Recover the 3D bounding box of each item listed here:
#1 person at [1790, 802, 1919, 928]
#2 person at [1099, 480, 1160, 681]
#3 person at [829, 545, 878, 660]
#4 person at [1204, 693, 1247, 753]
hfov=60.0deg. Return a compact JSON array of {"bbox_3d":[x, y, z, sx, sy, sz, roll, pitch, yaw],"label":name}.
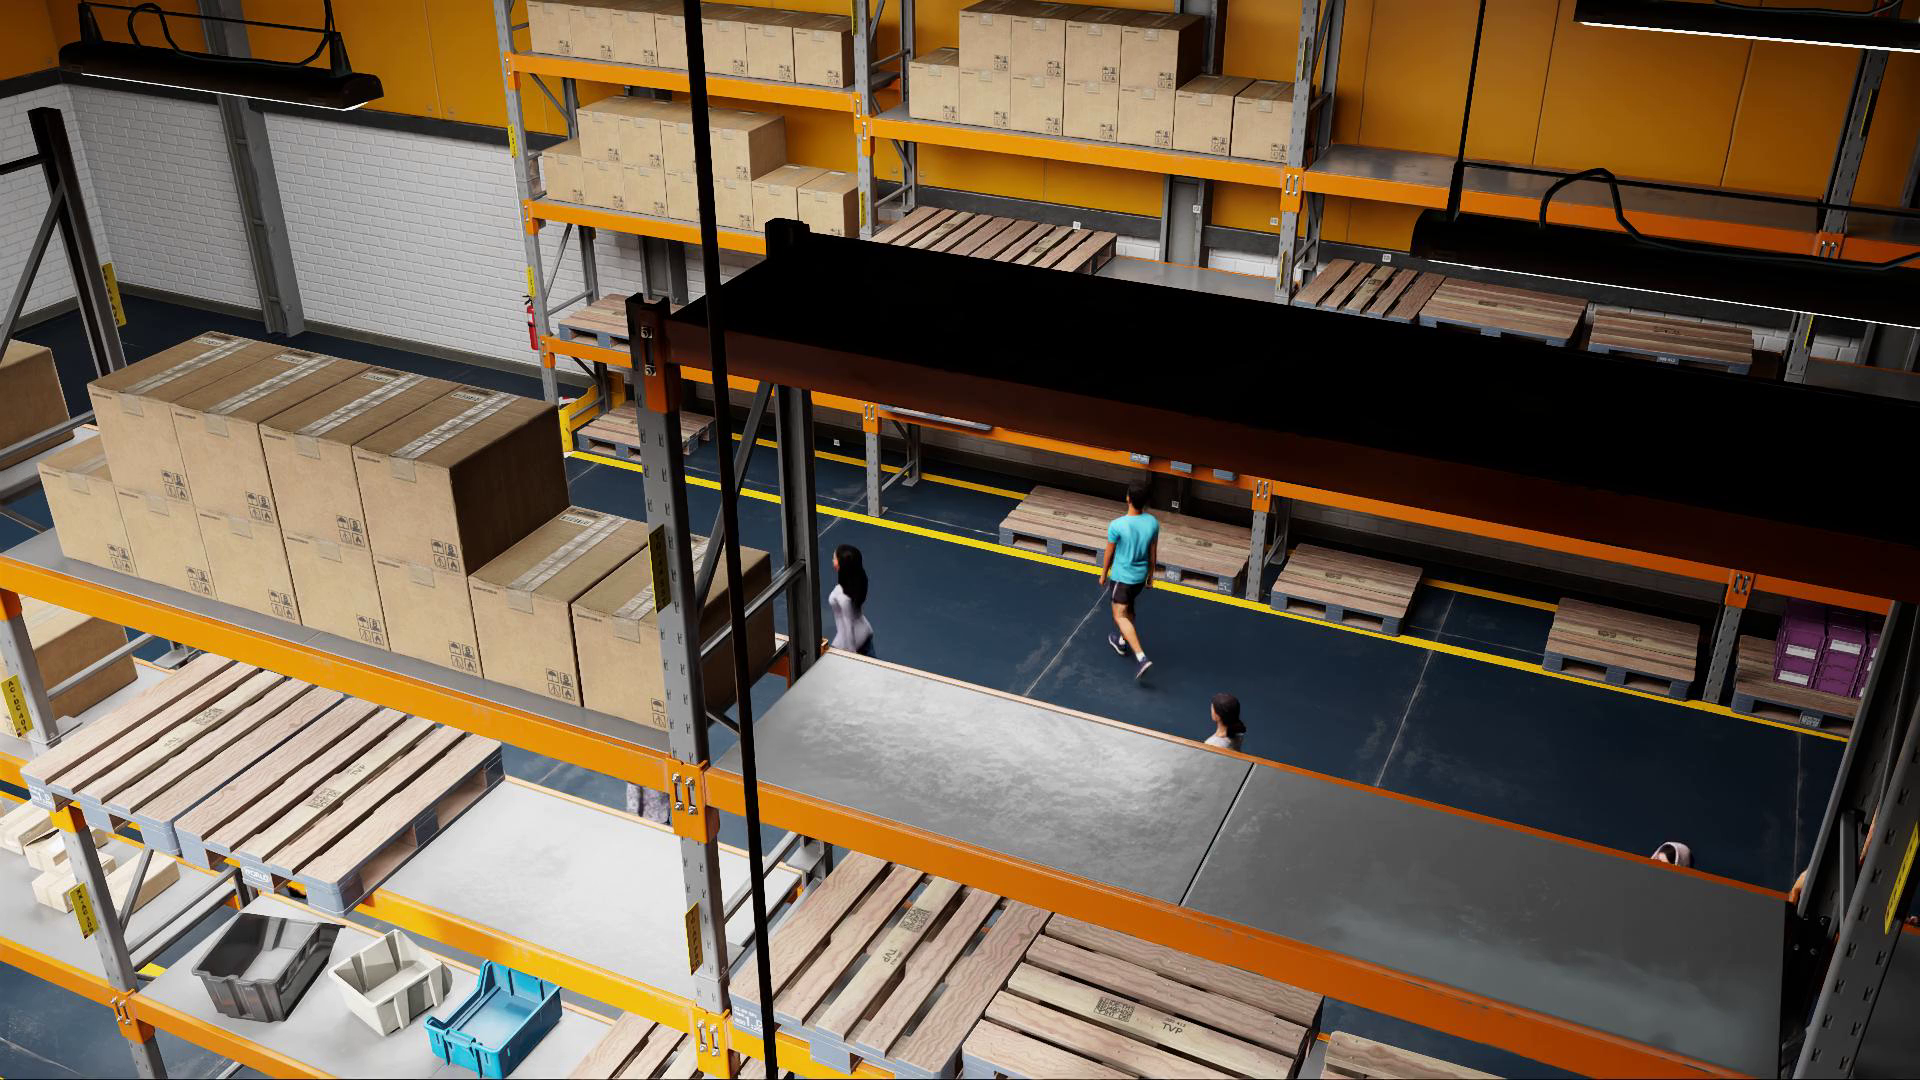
[{"bbox_3d":[5.984,2.003,11.212,1.235,1.655,0.918,0,29,1],"label":"person"},{"bbox_3d":[1.477,0.357,14.132,1.032,1.750,1.142,-12,31,-21],"label":"person"},{"bbox_3d":[-0.755,0.842,13.308,1.159,1.686,0.654,11,30,19],"label":"person"},{"bbox_3d":[1.797,1.846,11.392,0.907,1.759,0.702,19,34,31],"label":"person"}]
